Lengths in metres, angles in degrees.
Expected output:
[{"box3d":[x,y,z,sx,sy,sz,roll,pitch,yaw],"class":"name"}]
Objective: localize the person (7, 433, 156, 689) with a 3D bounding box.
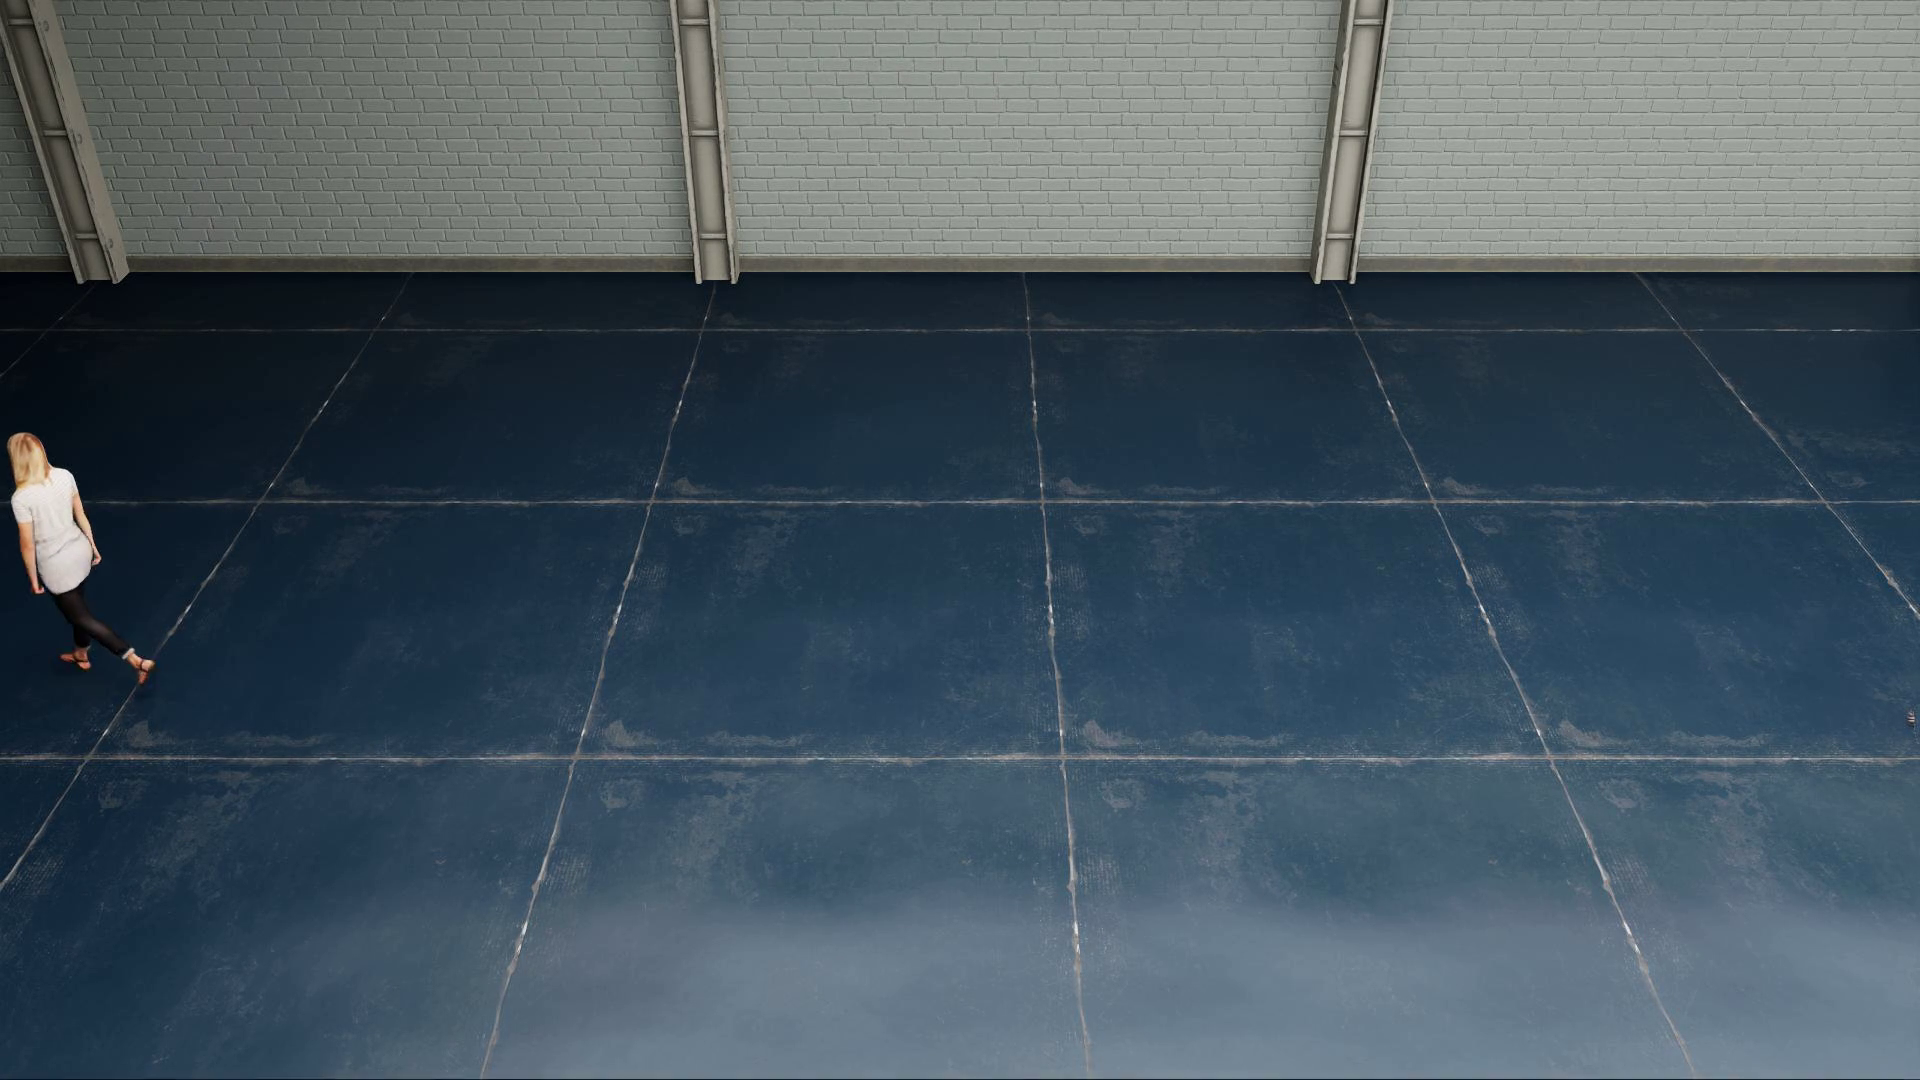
[{"box3d":[-5.512,0.166,10.382,1.207,1.799,0.903,12,35,18],"class":"person"}]
